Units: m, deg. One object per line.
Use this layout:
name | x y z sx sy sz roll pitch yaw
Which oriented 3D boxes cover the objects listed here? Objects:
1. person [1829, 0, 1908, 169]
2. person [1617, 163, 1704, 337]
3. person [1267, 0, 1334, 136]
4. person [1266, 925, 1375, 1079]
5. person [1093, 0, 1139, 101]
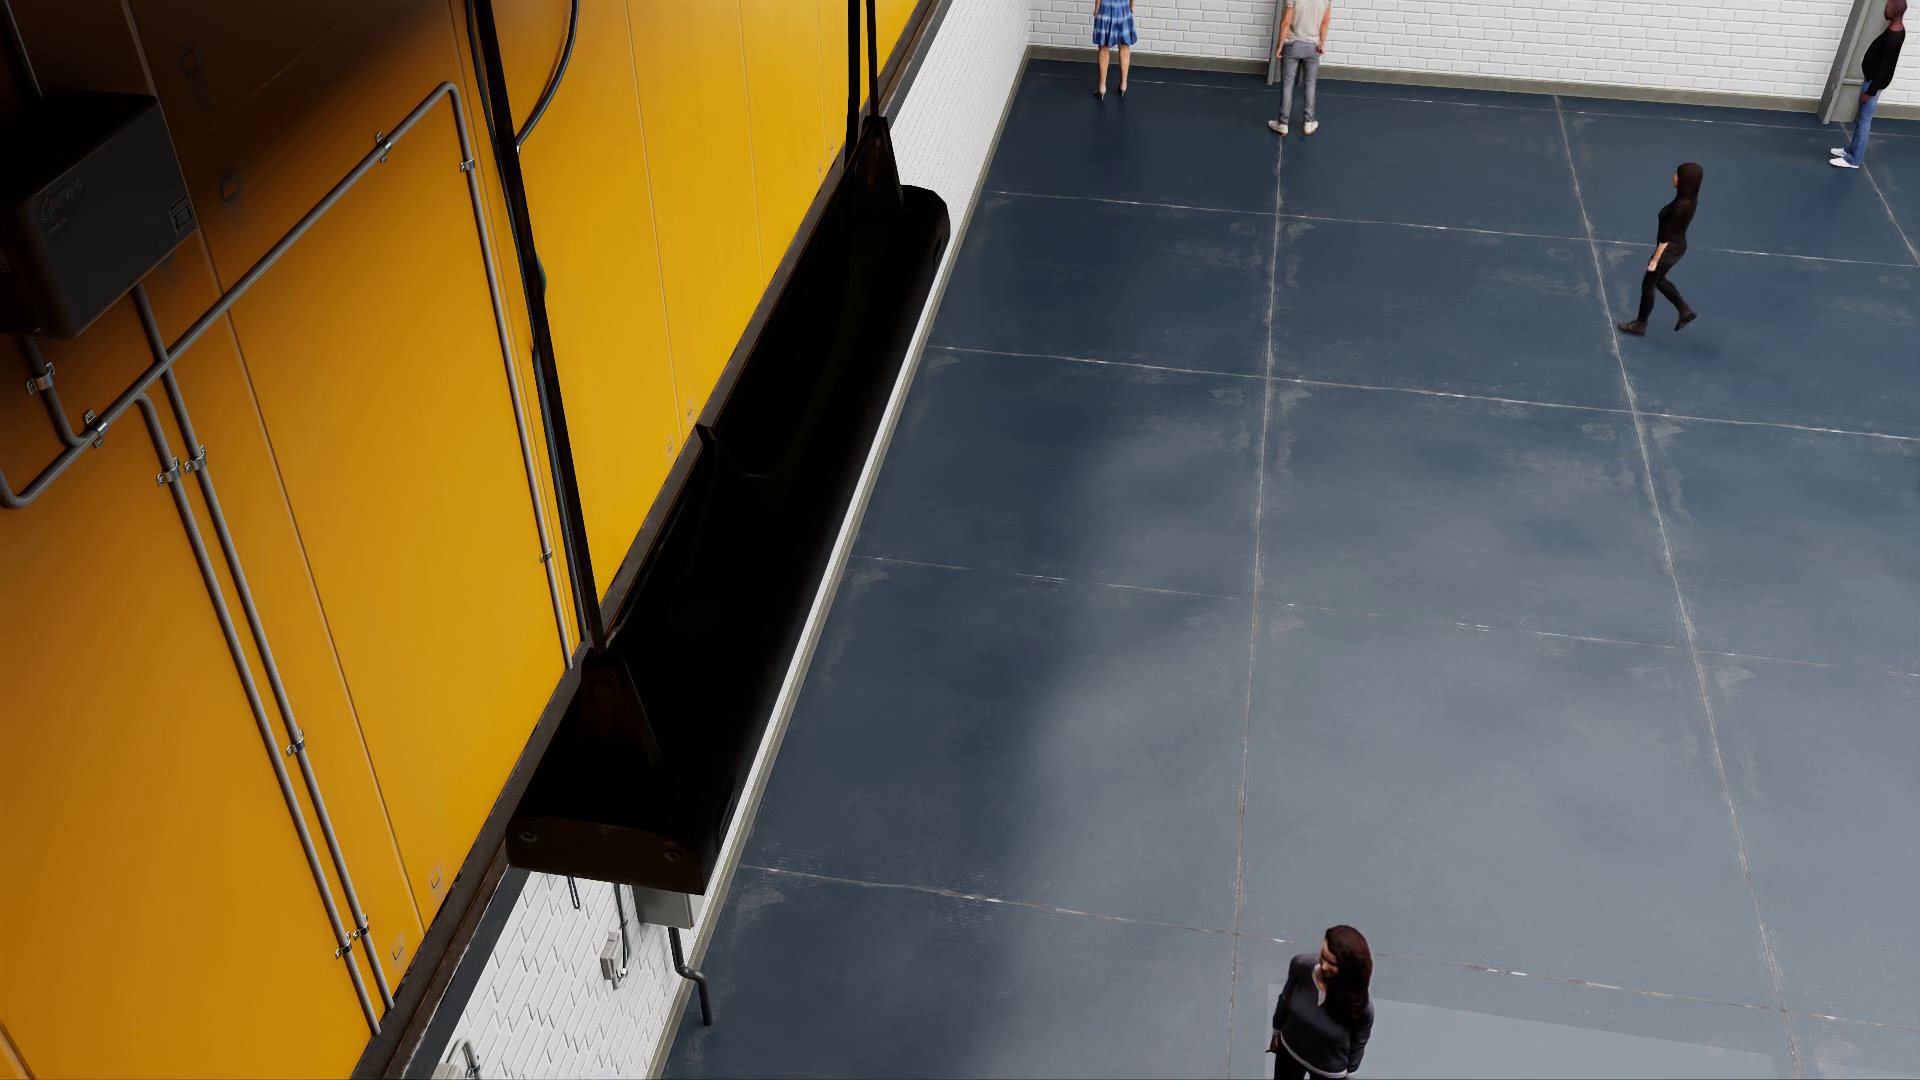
person | 9.269 -4.628 16.833 0.627 1.745 0.653 17 42 20
person | 6.109 -2.430 14.174 0.919 1.629 0.767 23 44 26
person | 3.557 -5.166 17.397 0.576 1.882 0.832 -8 39 -10
person | 1.702 2.444 7.960 0.625 1.768 0.749 26 45 29
person | 1.680 -5.706 18.135 0.658 1.806 0.807 -8 39 -10
